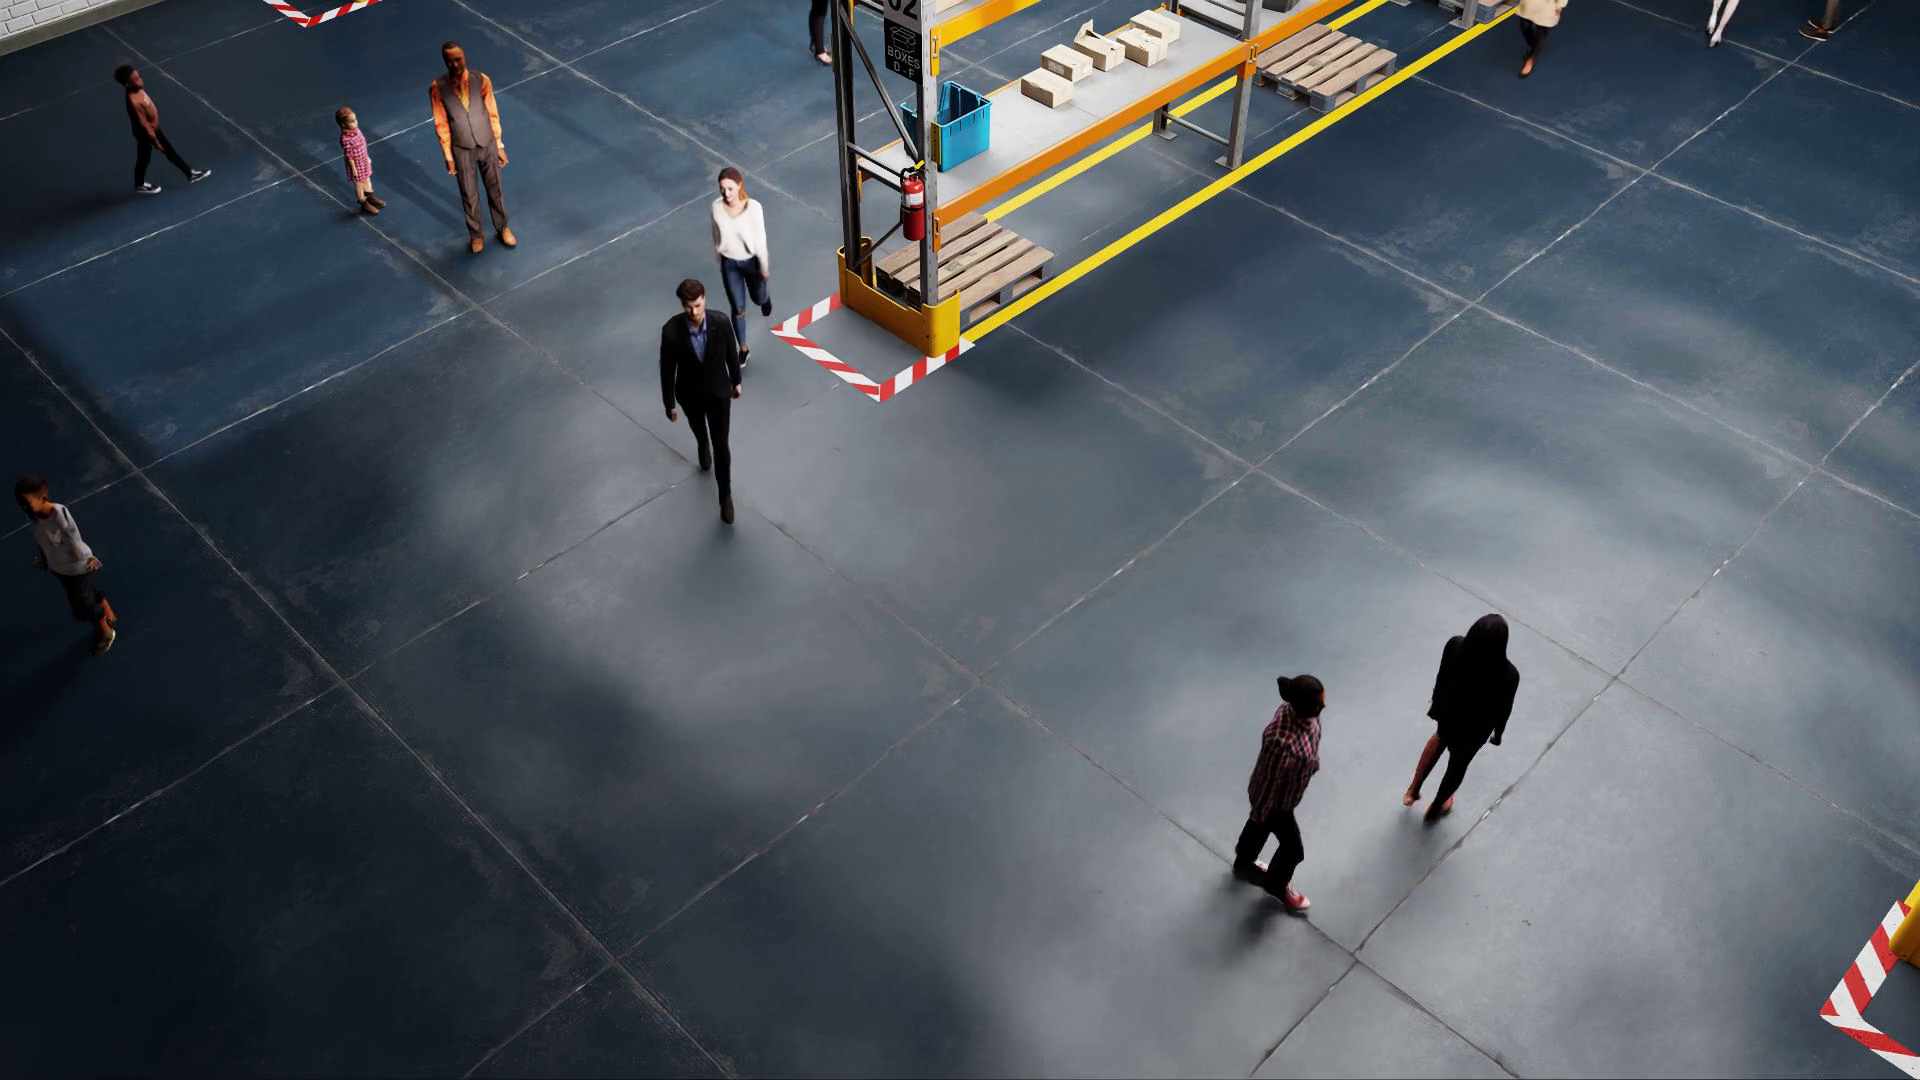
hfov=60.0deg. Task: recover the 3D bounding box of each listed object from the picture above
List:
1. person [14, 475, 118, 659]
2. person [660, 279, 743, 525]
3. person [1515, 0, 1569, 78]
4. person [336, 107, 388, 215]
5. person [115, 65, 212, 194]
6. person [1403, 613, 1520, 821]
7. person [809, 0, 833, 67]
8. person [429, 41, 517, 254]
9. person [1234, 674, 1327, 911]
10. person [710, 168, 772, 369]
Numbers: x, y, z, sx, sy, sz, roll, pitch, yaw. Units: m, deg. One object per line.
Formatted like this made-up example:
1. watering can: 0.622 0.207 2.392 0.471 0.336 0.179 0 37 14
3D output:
1. person: -5.817 0.059 10.909 0.715 1.444 0.755 11 45 11
2. person: -1.848 -1.124 11.857 1.267 1.849 1.200 -9 44 -9
3. person: 5.847 -5.403 16.479 0.671 1.669 0.707 31 52 28
4. person: -5.381 -3.408 14.854 0.554 1.021 0.480 9 44 10
5. person: -7.391 -3.664 14.981 0.992 1.218 0.821 -10 45 -11
6. person: 2.879 1.085 9.638 0.656 1.711 0.610 -33 53 -30
7. person: -1.429 -5.638 16.635 0.691 1.794 0.688 -10 44 -10
8. person: -4.149 -3.357 14.158 0.691 1.908 0.839 -16 46 -16
9. person: 1.727 1.360 9.323 0.931 1.747 0.837 17 46 17
10. person: -1.691 -2.211 13.124 0.977 1.676 1.093 6 44 6
